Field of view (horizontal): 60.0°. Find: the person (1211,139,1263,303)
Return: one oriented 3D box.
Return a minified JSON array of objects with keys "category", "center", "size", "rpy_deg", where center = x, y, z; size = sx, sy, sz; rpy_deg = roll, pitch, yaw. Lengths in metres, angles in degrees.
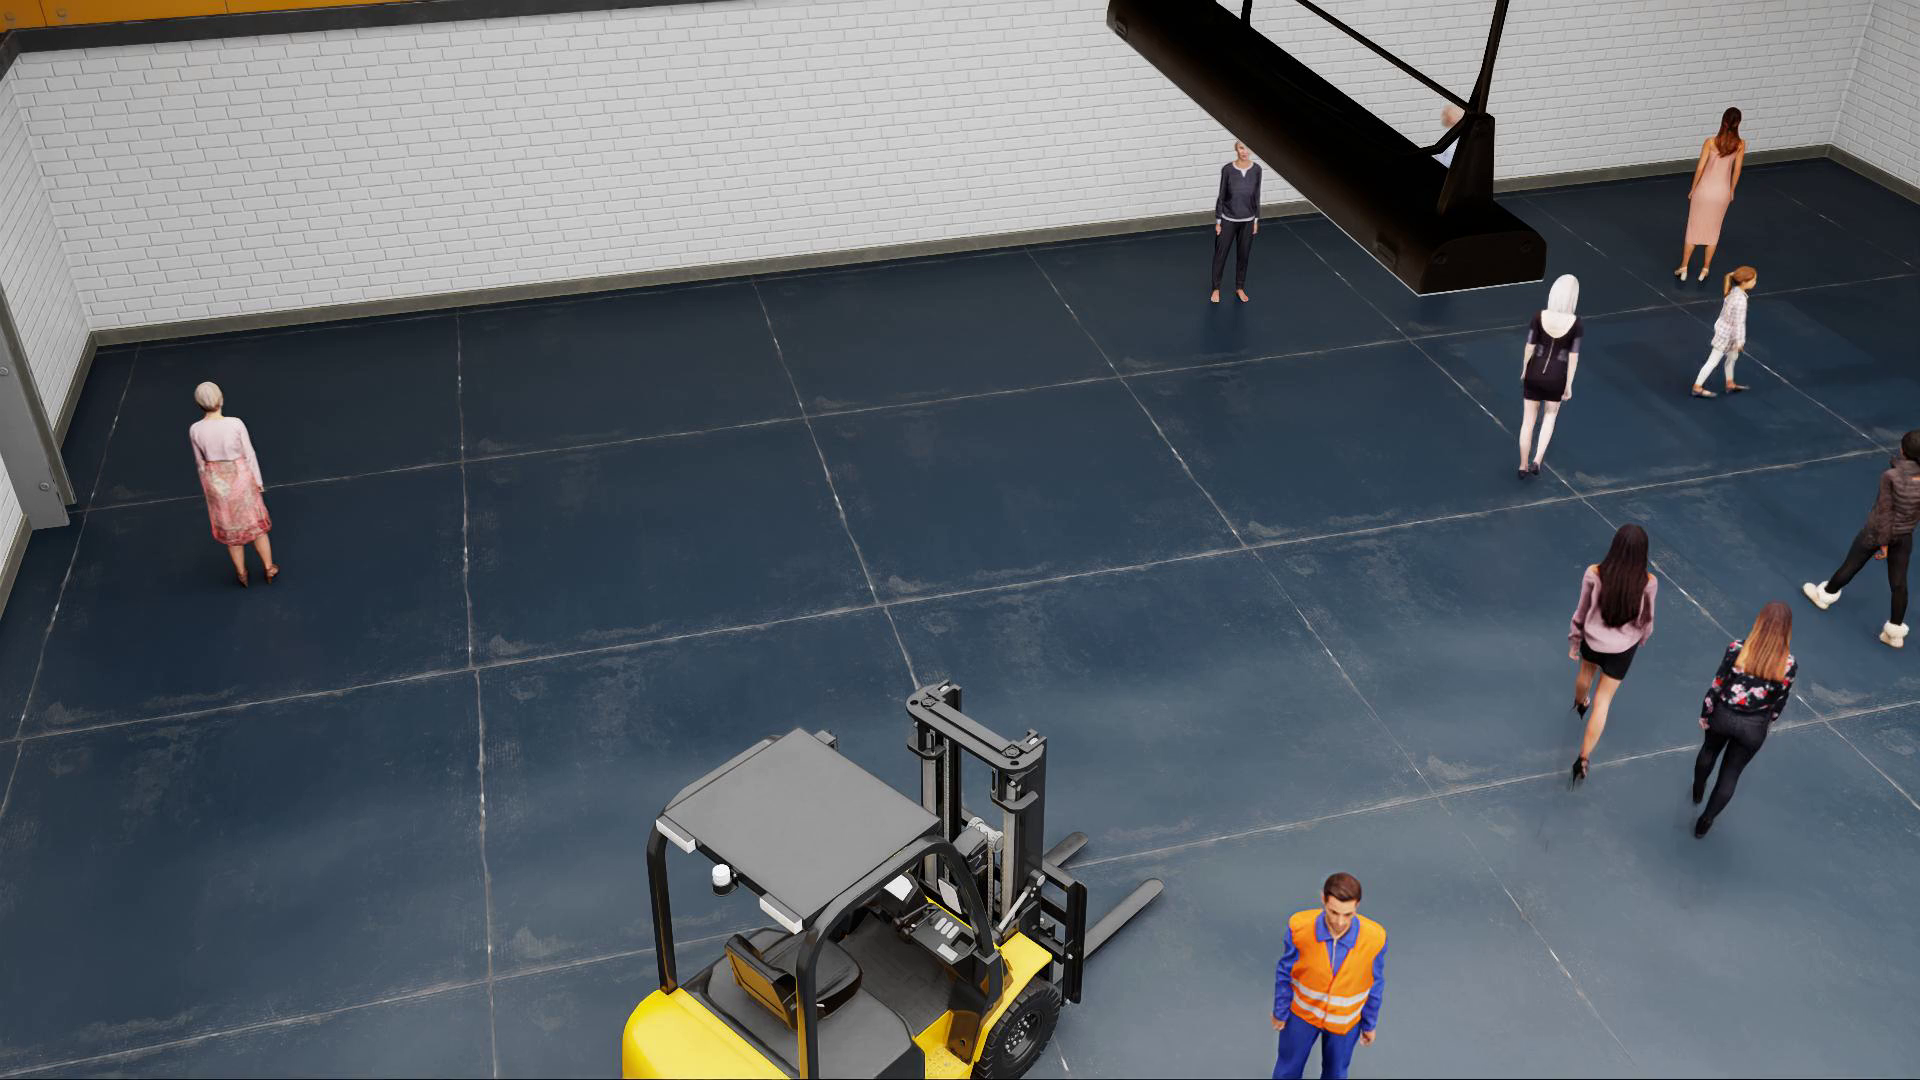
[{"category":"person","center":[2.769,-3.233,16.635],"size":[0.637,1.726,0.571],"rpy_deg":[-3,34,-4]}]

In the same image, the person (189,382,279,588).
[{"category":"person","center":[-5.436,-0.401,12.406],"size":[0.624,1.690,0.605],"rpy_deg":[-14,36,-19]}]

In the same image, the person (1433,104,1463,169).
[{"category":"person","center":[5.003,-3.599,17.134],"size":[0.728,1.784,0.712],"rpy_deg":[-22,39,-29]}]

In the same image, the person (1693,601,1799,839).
[{"category":"person","center":[4.724,1.145,10.103],"size":[0.840,1.664,0.885],"rpy_deg":[21,39,28]}]

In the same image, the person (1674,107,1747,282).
[{"category":"person","center":[7.677,-3.525,16.979],"size":[0.662,1.831,0.664],"rpy_deg":[7,34,11]}]

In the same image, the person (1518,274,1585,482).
[{"category":"person","center":[4.749,-1.252,13.577],"size":[0.738,1.812,0.795],"rpy_deg":[13,36,19]}]

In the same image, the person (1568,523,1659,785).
[{"category":"person","center":[4.117,0.766,10.592],"size":[1.086,1.754,1.182],"rpy_deg":[16,37,22]}]

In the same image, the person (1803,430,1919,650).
[{"category":"person","center":[6.655,-0.120,12.014],"size":[1.130,1.656,0.753],"rpy_deg":[-8,34,-12]}]

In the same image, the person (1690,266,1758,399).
[{"category":"person","center":[6.830,-1.863,14.964],"size":[0.781,1.292,0.787],"rpy_deg":[6,34,9]}]

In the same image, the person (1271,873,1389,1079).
[{"category":"person","center":[1.792,2.310,8.170],"size":[0.760,1.864,0.744],"rpy_deg":[4,34,6]}]
